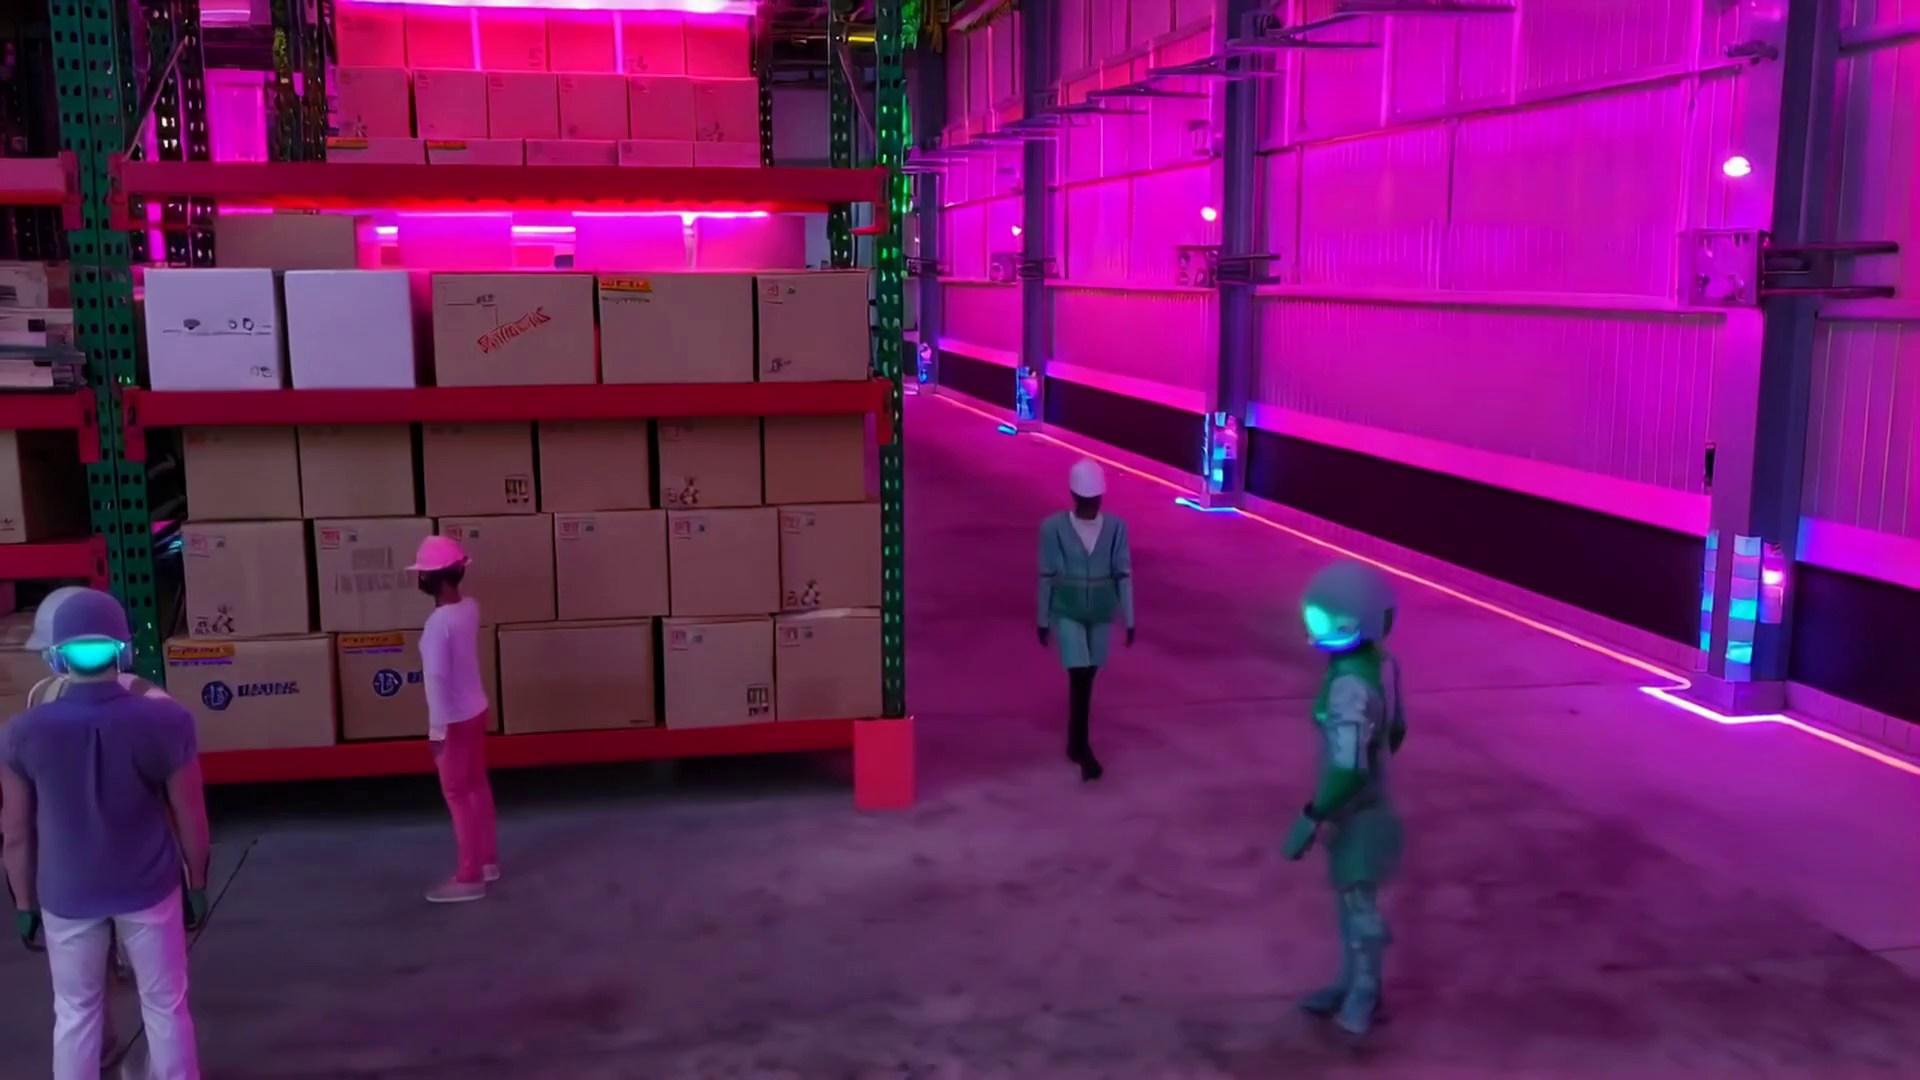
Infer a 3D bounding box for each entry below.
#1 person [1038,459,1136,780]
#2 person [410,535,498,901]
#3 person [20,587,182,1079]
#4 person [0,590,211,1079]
[{"bbox_3d":[0.779,0.476,9.894,0.549,1.890,0.956,-2,10,-14],"label":"person"},{"bbox_3d":[-2.451,0.851,8.003,0.326,1.767,0.533,0,9,3],"label":"person"},{"bbox_3d":[-3.014,1.113,5.856,0.614,1.943,0.395,2,10,15],"label":"person"},{"bbox_3d":[-2.817,1.150,5.530,0.610,1.985,0.415,-4,10,-21],"label":"person"}]
